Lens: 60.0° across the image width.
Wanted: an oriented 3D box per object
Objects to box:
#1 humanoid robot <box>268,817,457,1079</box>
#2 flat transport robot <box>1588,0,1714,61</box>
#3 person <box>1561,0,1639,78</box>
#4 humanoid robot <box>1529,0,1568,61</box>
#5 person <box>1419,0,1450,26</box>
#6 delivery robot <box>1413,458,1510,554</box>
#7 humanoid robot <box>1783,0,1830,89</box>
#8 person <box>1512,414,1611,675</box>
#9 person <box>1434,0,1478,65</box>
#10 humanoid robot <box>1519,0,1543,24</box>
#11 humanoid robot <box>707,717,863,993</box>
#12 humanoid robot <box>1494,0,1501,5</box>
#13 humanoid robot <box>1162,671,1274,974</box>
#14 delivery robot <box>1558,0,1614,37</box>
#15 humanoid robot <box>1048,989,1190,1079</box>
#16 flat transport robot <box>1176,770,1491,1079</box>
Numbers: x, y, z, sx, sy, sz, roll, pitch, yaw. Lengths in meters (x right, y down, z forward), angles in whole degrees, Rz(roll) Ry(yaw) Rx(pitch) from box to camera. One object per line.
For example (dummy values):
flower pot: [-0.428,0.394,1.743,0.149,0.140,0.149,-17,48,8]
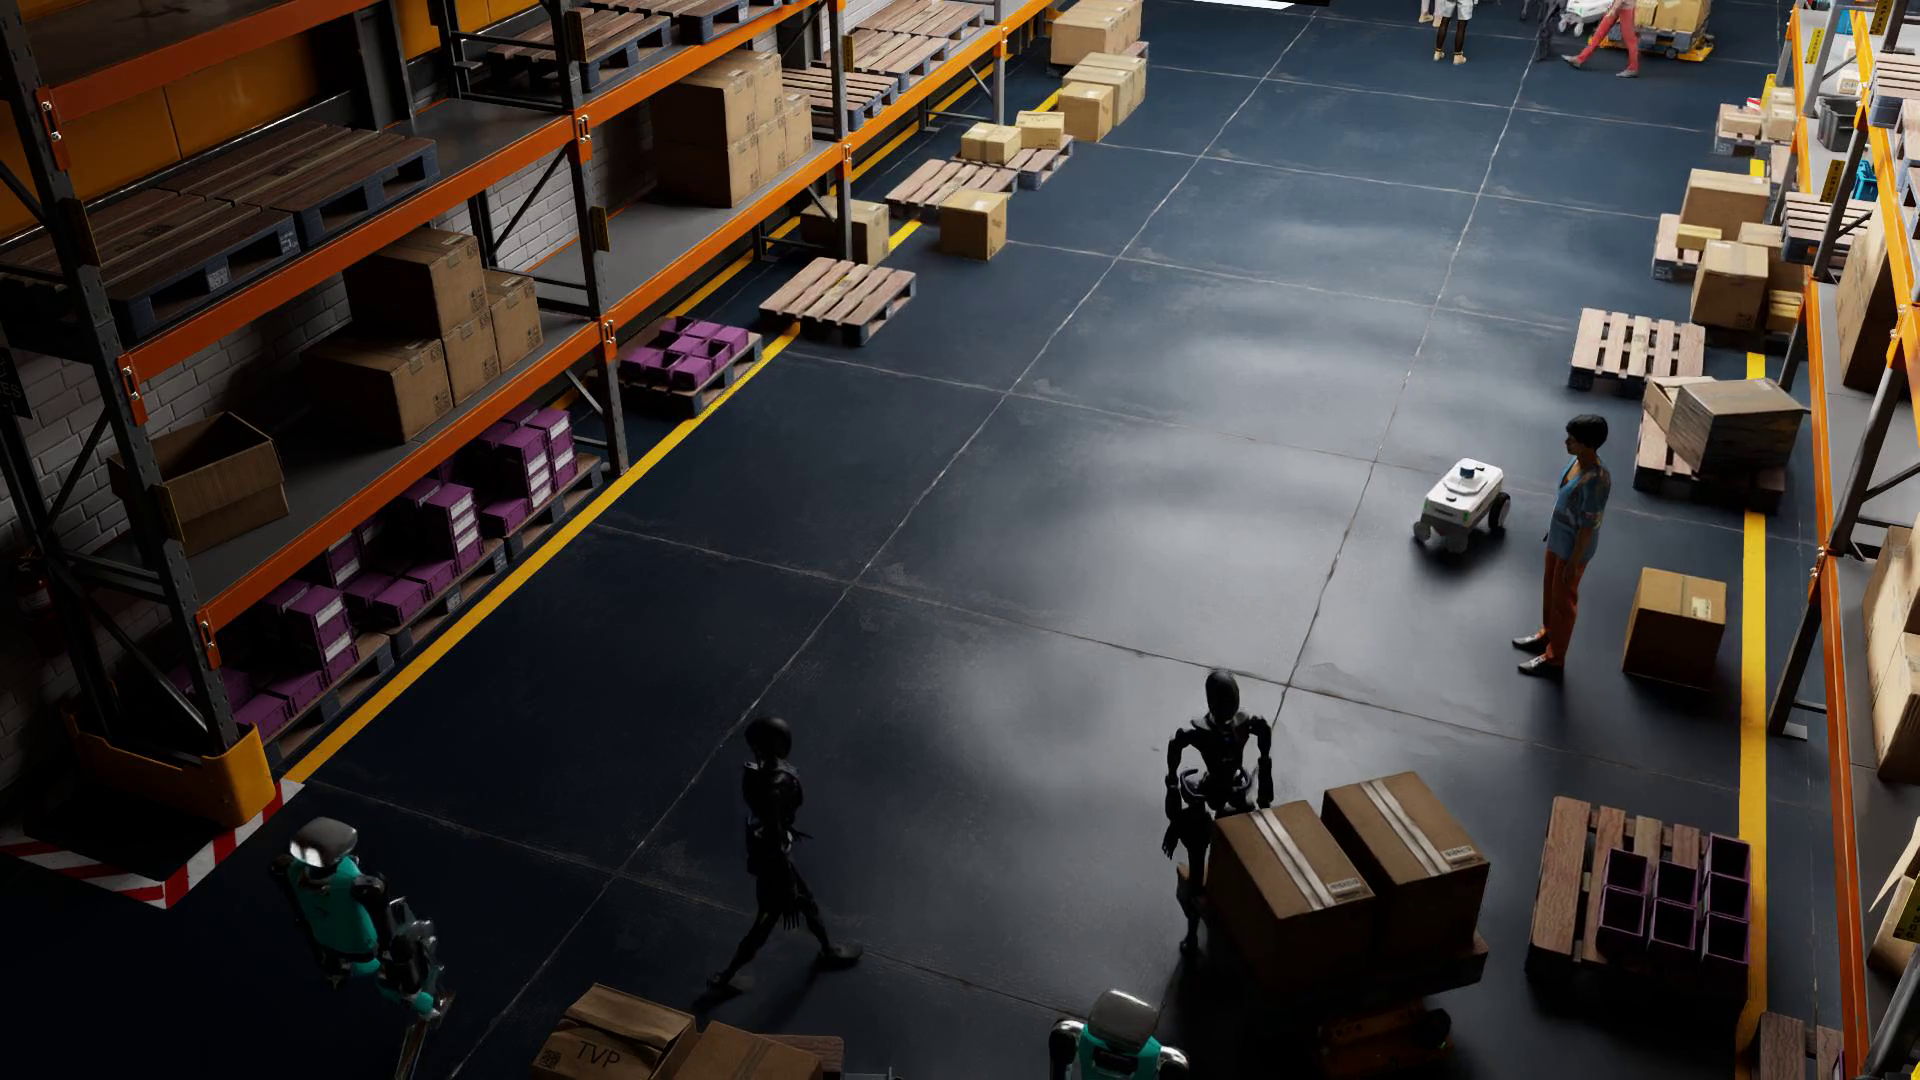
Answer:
humanoid robot: [-2.544,1.785,7.534,0.530,1.774,1.000,10,34,14]
flat transport robot: [8.999,-6.500,21.652,1.431,0.231,0.659,18,37,26]
person: [8.025,-6.541,20.379,0.934,1.717,0.533,4,33,6]
humanoid robot: [7.467,-6.875,20.943,0.496,1.629,0.613,-12,35,-18]
person: [6.484,-7.827,22.313,0.321,1.776,0.481,-19,38,-27]
delivery robot: [3.555,-0.278,11.776,0.518,0.613,0.785,21,39,30]
humanoid robot: [10.381,-6.001,19.537,0.903,1.748,0.532,26,41,34]
person: [3.714,0.025,10.182,0.332,1.759,0.498,2,33,3]
person: [6.272,-6.840,20.869,0.534,1.692,0.320,24,40,32]
humanoid robot: [7.869,-7.795,22.348,0.598,1.649,0.329,12,35,18]
humanoid robot: [-0.892,1.522,7.987,0.788,1.634,0.600,-5,33,-7]
humanoid robot: [7.448,-8.219,23.004,0.780,1.823,0.569,-17,37,-24]
humanoid robot: [1.292,1.351,8.230,0.592,1.643,0.613,-7,34,-11]
delivery robot: [8.430,-7.092,22.322,0.796,0.614,0.499,-20,38,-28]
humanoid robot: [0.497,2.546,6.271,0.538,1.750,0.746,11,34,16]
flat transport robot: [1.824,2.076,8.378,0.659,0.231,1.431,-10,34,-15]
